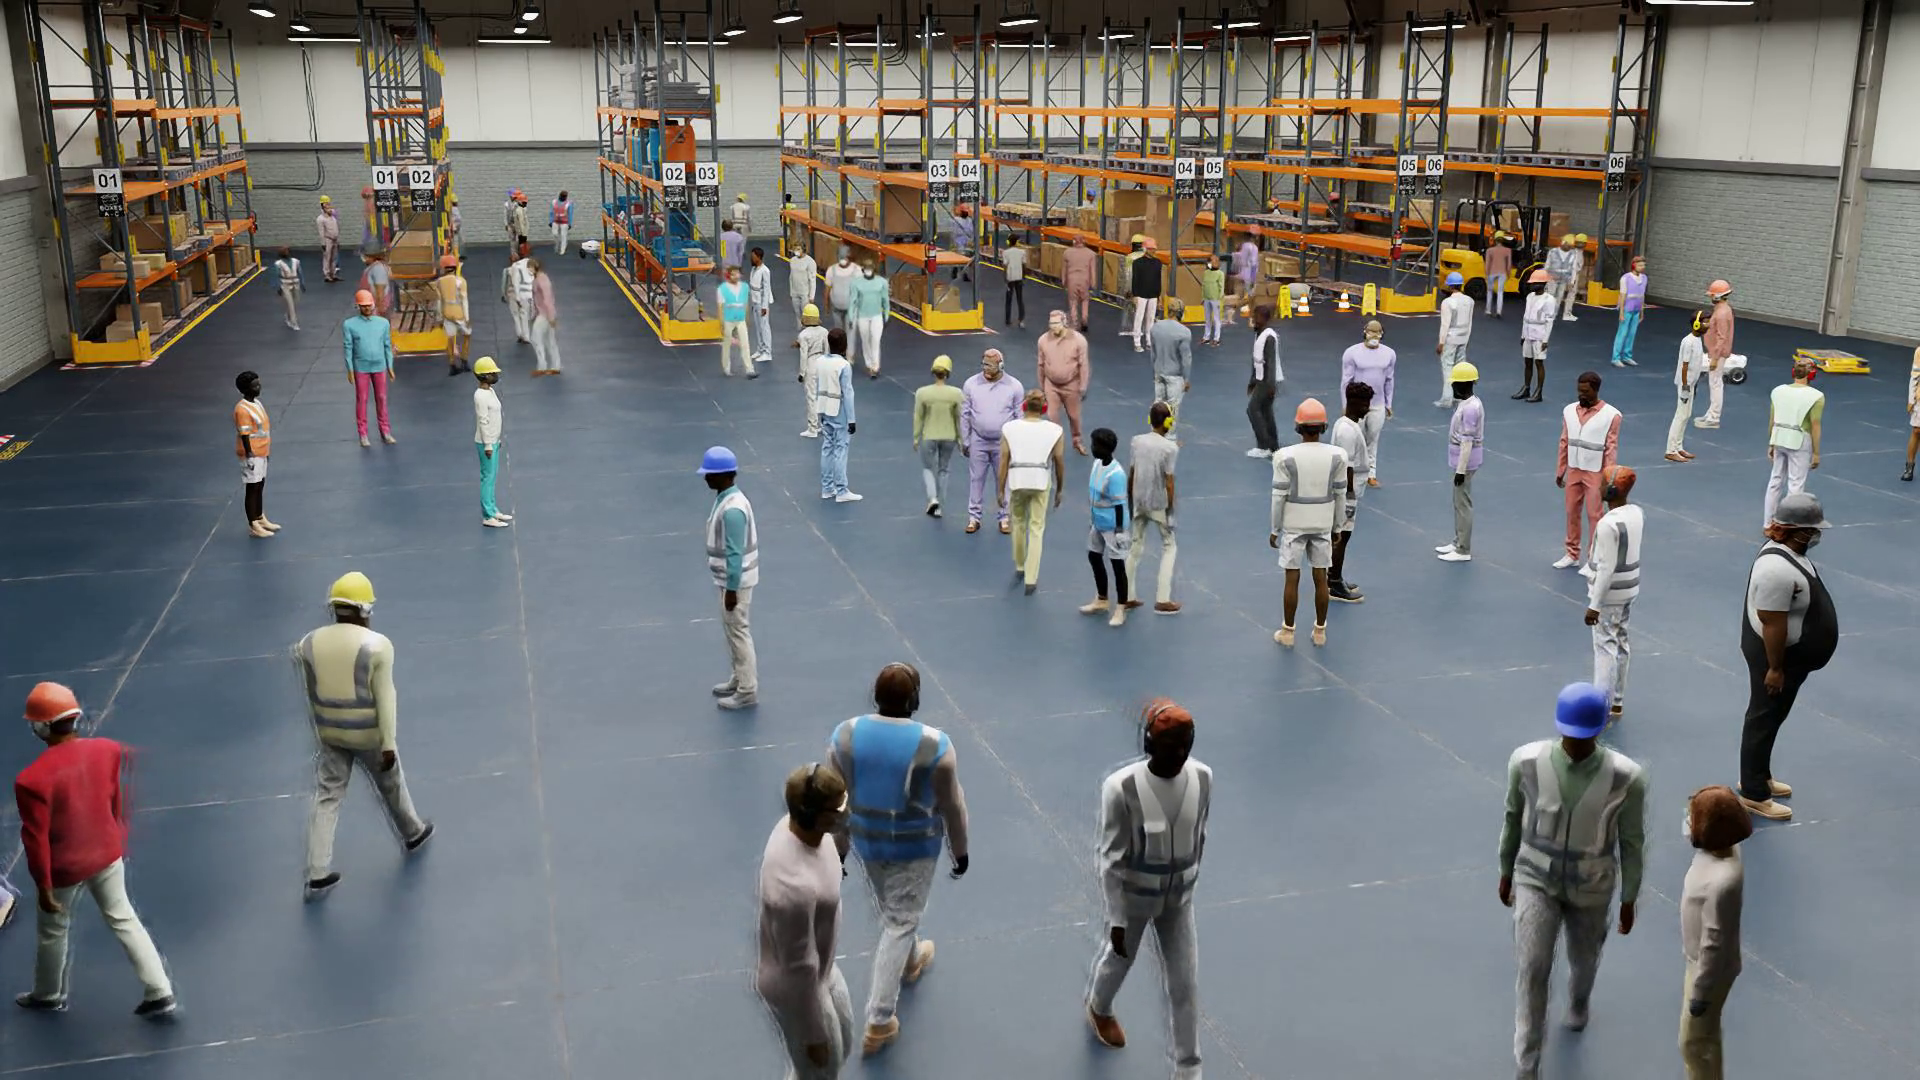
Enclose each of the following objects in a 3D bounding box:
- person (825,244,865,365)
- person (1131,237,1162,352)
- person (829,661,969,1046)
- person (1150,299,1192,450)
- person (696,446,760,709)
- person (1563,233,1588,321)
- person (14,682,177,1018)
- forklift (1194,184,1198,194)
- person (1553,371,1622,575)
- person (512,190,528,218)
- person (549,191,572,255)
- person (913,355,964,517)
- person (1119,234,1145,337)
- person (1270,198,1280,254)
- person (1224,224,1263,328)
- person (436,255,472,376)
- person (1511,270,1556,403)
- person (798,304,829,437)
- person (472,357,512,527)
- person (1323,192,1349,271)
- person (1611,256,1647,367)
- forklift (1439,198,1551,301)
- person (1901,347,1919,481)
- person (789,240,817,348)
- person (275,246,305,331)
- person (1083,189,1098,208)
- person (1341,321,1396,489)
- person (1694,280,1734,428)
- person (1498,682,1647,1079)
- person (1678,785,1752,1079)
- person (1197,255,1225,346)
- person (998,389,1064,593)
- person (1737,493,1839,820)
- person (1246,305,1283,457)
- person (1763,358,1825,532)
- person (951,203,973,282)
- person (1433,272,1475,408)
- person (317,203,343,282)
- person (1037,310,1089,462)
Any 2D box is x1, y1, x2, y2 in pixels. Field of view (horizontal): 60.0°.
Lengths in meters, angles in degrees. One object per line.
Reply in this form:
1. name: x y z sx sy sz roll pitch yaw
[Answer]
1. person: -1.923 -4.021 28.066 0.695 2.000 0.882 2 15 9
2. person: 3.289 -4.311 29.244 0.612 1.997 0.375 -8 17 -27
3. person: -0.286 1.448 7.974 0.646 1.793 0.979 6 16 21
4. person: 2.661 -2.073 20.969 0.391 1.928 0.632 -14 20 -42
5. person: -1.681 0.266 12.142 0.430 1.936 0.628 -4 15 -13
6. person: 12.368 -5.278 33.392 0.341 1.736 0.489 8 17 26
7. person: -4.206 1.497 7.947 0.880 1.718 0.565 7 17 26
8. forklift: 7.392 -11.333 53.972 1.873 2.768 1.129 -4 15 -15
9. person: 5.873 -0.638 15.603 0.408 1.907 0.597 -10 18 -34
10. person: -12.058 -8.633 45.645 0.388 1.928 0.549 -7 17 -26
11. person: -11.347 -9.008 47.291 0.658 1.816 0.435 -1 15 -4
12. person: -0.217 -1.072 17.528 0.538 1.742 0.456 -2 15 -8
13. person: 3.234 -4.740 31.040 0.591 1.908 0.528 -10 18 -33
14. person: 8.431 -8.316 44.780 0.330 1.751 0.564 1 15 3
15. person: 5.520 -5.090 32.141 0.775 2.019 0.608 -3 15 -11
16. person: -8.123 -3.620 26.775 0.569 1.920 0.602 3 15 11
17. person: 8.419 -2.987 24.370 0.364 1.939 0.542 -6 16 -22
18. person: -1.934 -2.230 21.897 0.301 1.745 0.483 14 20 41
19. person: -4.882 -1.024 17.312 0.309 1.772 0.525 -2 15 -6
20. person: 9.663 -7.889 42.656 0.618 2.027 0.752 -6 16 -22
21. person: 11.105 -3.787 27.588 0.562 1.836 0.394 -8 17 -27
22. forklift: 11.913 -6.508 37.130 2.313 2.155 1.214 -4 15 -15
23. person: 11.282 -1.628 19.255 0.545 1.942 0.349 7 16 24
24. person: -2.792 -4.355 29.545 0.627 1.932 0.368 14 20 42
25. person: -12.955 -4.875 32.089 0.717 1.619 0.514 13 19 39
26. person: 3.565 -8.805 46.360 0.644 1.912 0.883 -9 17 -30
27. person: 4.633 -1.535 18.922 0.627 1.934 0.371 -2 15 -8
28. person: 10.201 -2.506 22.460 0.392 1.991 0.613 7 16 25
29. person: 2.758 1.510 7.537 0.625 1.903 0.954 6 16 22
30. person: 3.117 1.796 6.986 0.307 1.626 0.497 5 16 20
31. person: 4.536 -4.316 29.960 0.284 1.633 0.497 -12 19 -37
32. person: 0.654 -0.475 15.185 0.577 1.793 0.920 1 15 5
33. person: 5.130 0.696 10.317 0.539 2.000 0.689 8 17 26
34. person: 3.764 -1.949 20.613 0.509 1.871 0.686 2 15 8
35. person: 8.398 -0.921 16.799 0.396 1.836 0.562 -7 17 -26
36. person: 0.037 -7.284 40.641 0.553 1.905 0.907 -10 18 -34
37. person: 7.098 -2.876 23.941 0.615 1.943 0.409 -9 18 -32
38. person: -15.283 -7.224 40.377 0.400 1.907 0.644 3 15 12
39. person: 1.283 -1.922 20.505 0.662 1.874 0.667 4 16 16
